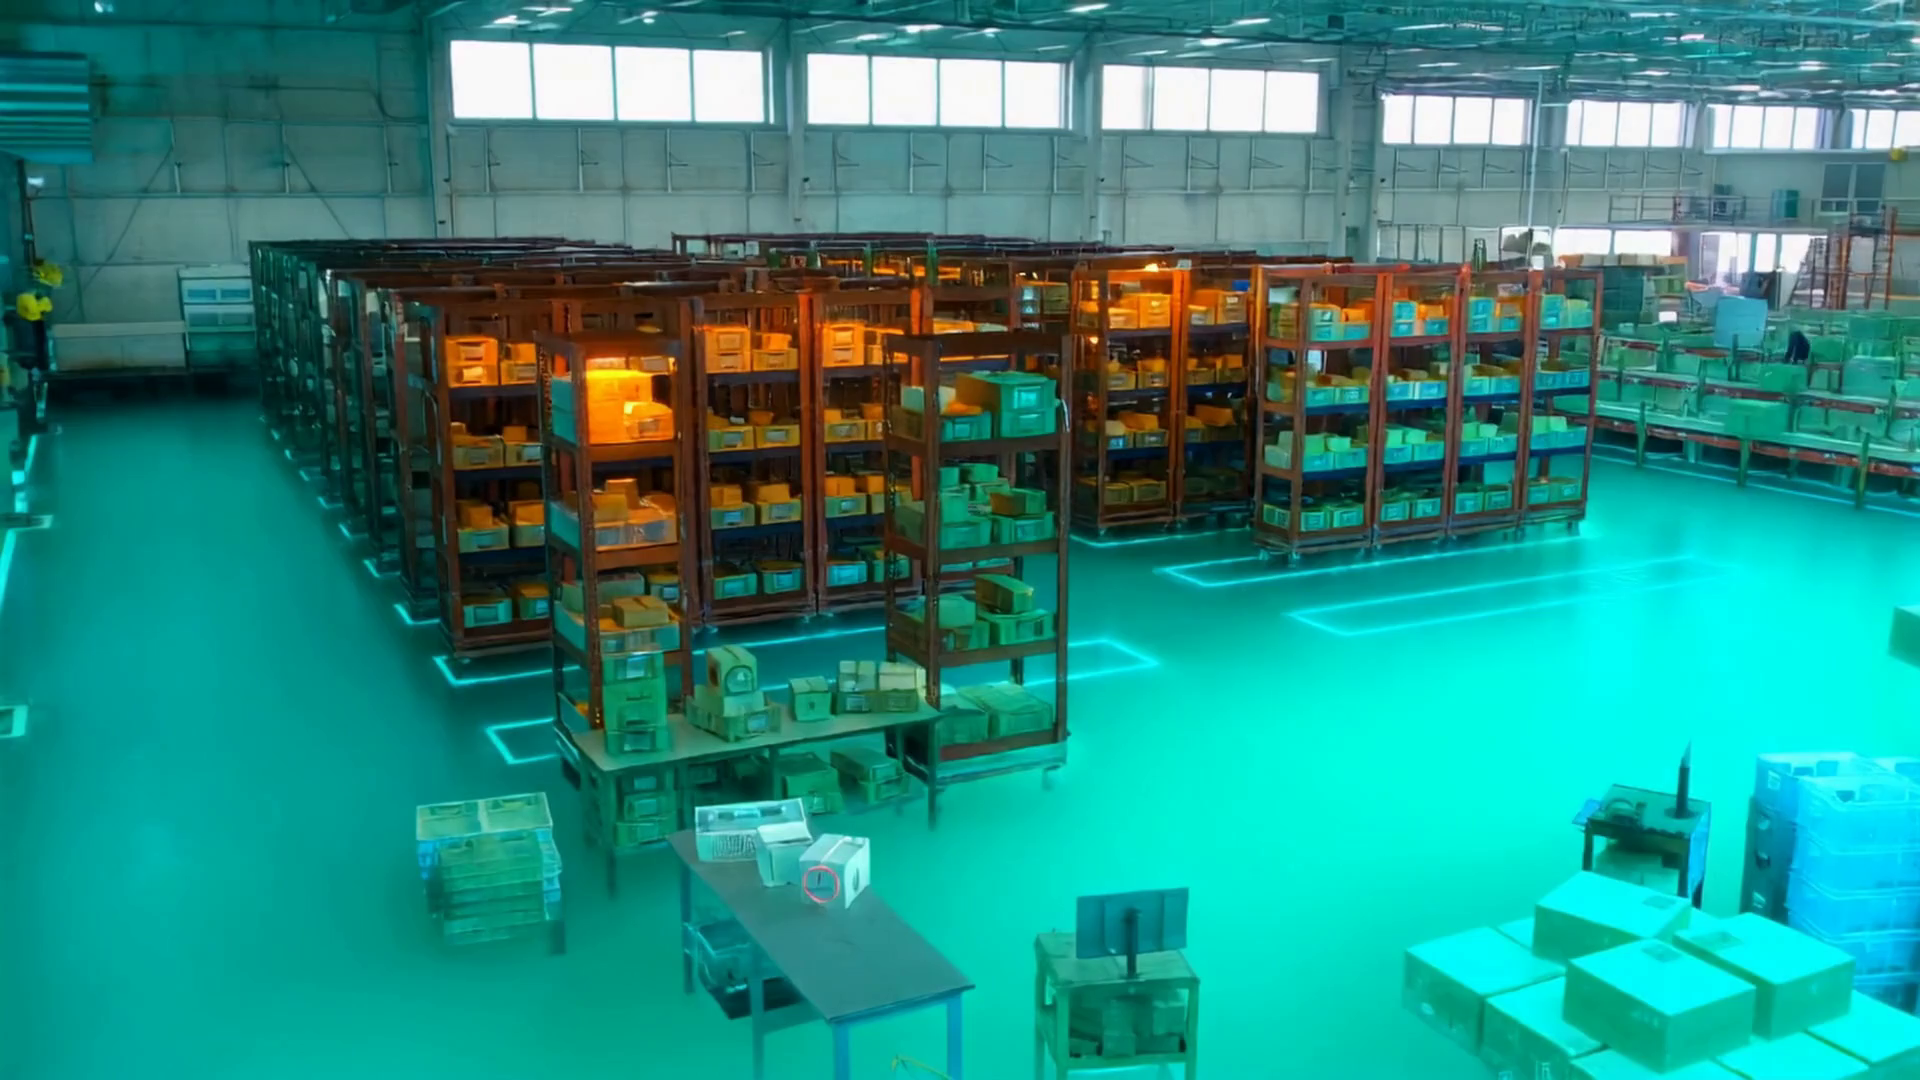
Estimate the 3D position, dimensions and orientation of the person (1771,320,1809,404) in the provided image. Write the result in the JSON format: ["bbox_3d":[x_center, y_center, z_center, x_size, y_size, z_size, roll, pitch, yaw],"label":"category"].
[{"bbox_3d":[18.016,-3.804,35.743,1.009,1.842,0.660,9,15,35],"label":"person"}]

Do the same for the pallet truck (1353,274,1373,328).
[{"bbox_3d":[13.011,-8.050,55.243,0.823,1.965,1.885,-7,14,-28],"label":"pallet truck"}]
